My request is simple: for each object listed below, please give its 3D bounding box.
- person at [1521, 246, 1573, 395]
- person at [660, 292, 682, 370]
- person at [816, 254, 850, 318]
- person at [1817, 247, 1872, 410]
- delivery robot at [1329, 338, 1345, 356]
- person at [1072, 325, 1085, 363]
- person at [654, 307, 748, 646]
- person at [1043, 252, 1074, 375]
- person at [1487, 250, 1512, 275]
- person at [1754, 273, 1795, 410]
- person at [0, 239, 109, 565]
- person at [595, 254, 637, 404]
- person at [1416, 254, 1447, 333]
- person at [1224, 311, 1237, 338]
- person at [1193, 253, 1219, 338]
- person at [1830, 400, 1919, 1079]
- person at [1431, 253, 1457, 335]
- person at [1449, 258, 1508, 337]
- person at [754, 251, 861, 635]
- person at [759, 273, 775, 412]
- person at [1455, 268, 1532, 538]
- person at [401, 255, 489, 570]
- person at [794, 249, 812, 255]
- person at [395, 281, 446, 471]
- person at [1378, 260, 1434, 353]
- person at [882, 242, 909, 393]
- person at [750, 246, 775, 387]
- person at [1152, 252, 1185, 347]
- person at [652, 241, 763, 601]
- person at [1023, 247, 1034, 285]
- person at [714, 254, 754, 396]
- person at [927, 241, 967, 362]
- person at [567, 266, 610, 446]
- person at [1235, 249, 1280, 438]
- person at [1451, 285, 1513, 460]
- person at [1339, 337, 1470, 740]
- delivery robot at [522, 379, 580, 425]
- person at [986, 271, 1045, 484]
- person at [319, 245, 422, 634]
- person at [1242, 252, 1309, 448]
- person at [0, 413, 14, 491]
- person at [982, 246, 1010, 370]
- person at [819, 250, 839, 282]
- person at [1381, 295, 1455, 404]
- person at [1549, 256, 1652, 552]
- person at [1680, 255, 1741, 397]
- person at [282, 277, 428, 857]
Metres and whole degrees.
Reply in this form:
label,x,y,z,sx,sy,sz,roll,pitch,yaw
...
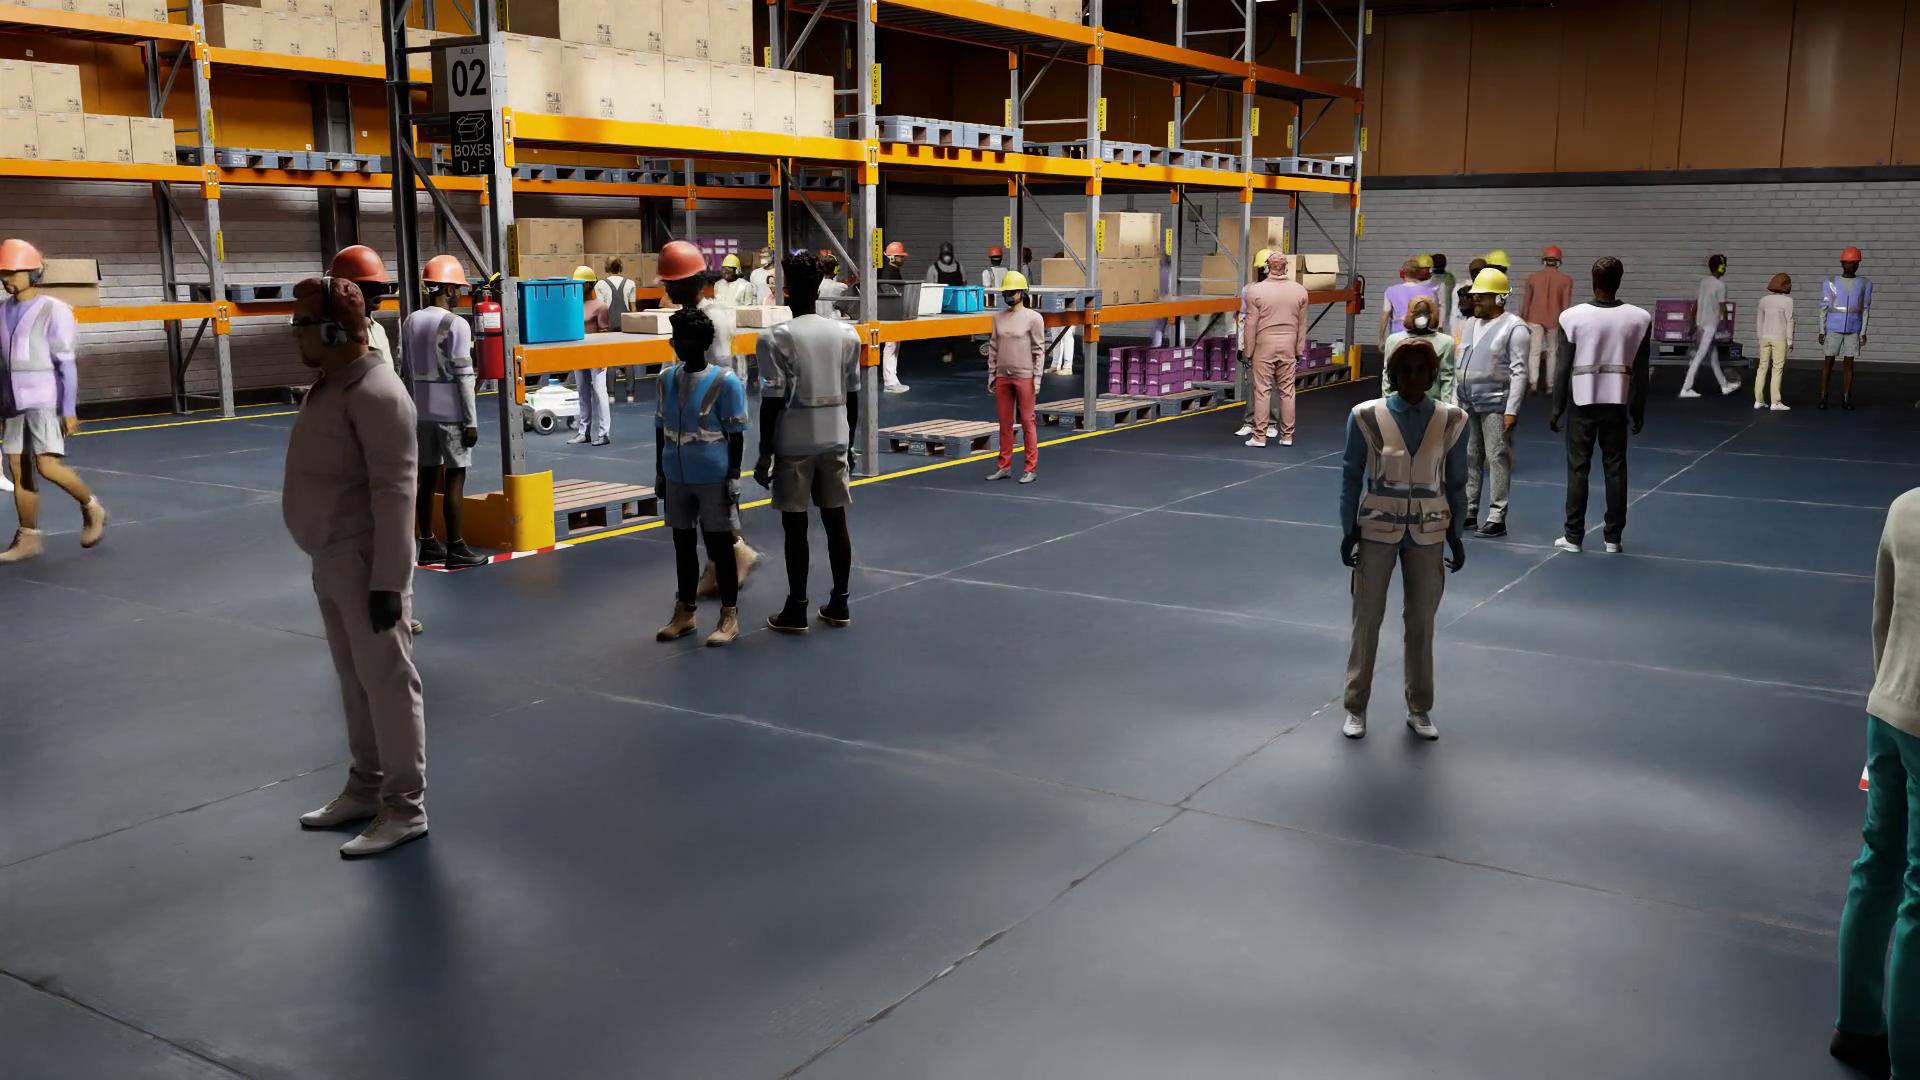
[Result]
label,x,y,z,sx,sy,sz,roll,pitch,yaw
person,7.661,-2.865,21.785,0.623,1.953,1.005,5,11,25
person,-2.469,-1.400,14.515,0.264,1.632,0.508,-2,10,-13
person,-1.453,-2.255,18.601,0.520,1.871,0.326,2,10,10
person,10.560,-2.521,19.876,0.546,1.941,0.357,3,11,18
delivery robot,5.666,-2.775,24.863,0.477,0.478,0.707,7,12,34
person,1.959,-3.871,27.461,0.774,1.899,0.639,-9,14,-41
person,-1.310,-0.313,8.317,0.540,1.695,0.317,5,11,27
person,1.519,-3.410,25.081,0.429,1.844,0.627,-6,12,-31
person,6.176,-2.446,19.566,0.640,1.910,0.591,5,11,25
person,9.756,-2.371,19.897,0.279,1.633,0.500,-4,11,-23
person,-5.855,-0.876,10.506,0.630,2.029,0.663,4,11,19
person,-4.265,-2.615,20.663,0.506,1.847,0.344,-4,11,-23
person,6.229,-2.922,22.404,0.603,1.828,0.404,8,13,38
person,4.253,-3.566,25.737,0.417,1.925,0.633,3,11,16
person,3.929,-3.570,25.986,0.693,1.831,0.564,-4,11,-22
person,2.305,0.453,3.883,0.314,1.769,0.524,1,10,3
person,7.127,-3.351,24.800,0.729,1.816,0.458,-3,11,-14
person,5.997,-2.344,19.234,0.673,1.819,0.581,3,11,16
person,-0.787,-0.494,8.576,0.603,1.966,0.368,-7,13,-36
person,-2.142,-2.312,19.553,0.523,1.640,0.306,5,11,25
person,3.594,-0.936,11.392,0.404,1.832,0.598,-5,11,-27
person,-3.169,-0.782,10.281,0.542,1.932,0.382,6,12,31
person,-1.906,-2.639,20.635,0.786,1.906,0.599,2,10,12
person,-4.409,-1.285,13.575,0.492,1.742,0.321,6,12,30
person,5.114,-2.292,18.993,0.580,1.806,0.921,0,10,-2
person,-0.865,-2.965,22.184,0.386,1.992,0.624,1,10,8
person,-2.618,-3.058,22.855,0.636,1.939,0.362,4,11,22
person,3.574,-3.894,27.680,0.846,1.878,0.648,-3,11,-19
person,-1.450,-0.634,9.220,0.476,2.013,0.676,-5,11,-27
person,1.215,-4.505,31.029,0.356,1.884,0.574,-3,11,-15
person,-2.965,-2.773,21.563,0.589,1.837,0.404,4,11,21
person,-0.217,-4.025,27.933,0.684,2.000,0.869,-3,11,-17
person,-3.675,-1.812,16.432,0.523,1.769,0.313,6,12,32
person,3.120,-2.015,17.102,0.587,1.930,0.359,7,12,33
person,4.464,-1.368,14.300,0.867,1.659,0.531,-5,12,-28
person,1.795,-0.003,6.754,0.514,1.642,0.311,1,10,5
delivery robot,-4.277,-1.454,17.543,0.707,0.478,0.477,-9,13,-41
person,0.454,-1.354,13.894,0.533,1.768,0.310,7,12,34
person,-2.965,-0.461,8.308,0.382,1.993,0.622,0,10,3
person,3.062,-1.851,16.262,0.649,1.907,0.409,-2,10,-13
person,-7.832,-1.305,13.231,0.408,1.909,0.638,4,11,21
person,0.559,-3.608,25.920,0.551,1.931,0.374,-6,12,-31
person,-1.906,-3.264,24.153,0.361,1.883,0.574,-2,10,-12
person,3.296,-0.948,12.014,0.503,1.632,0.281,3,11,17
person,4.142,-0.868,10.779,0.600,1.916,0.377,1,10,6
person,9.737,-2.742,21.400,0.964,1.824,0.559,-2,10,-10
person,-2.022,0.088,5.527,0.401,1.904,0.641,-8,13,-36
